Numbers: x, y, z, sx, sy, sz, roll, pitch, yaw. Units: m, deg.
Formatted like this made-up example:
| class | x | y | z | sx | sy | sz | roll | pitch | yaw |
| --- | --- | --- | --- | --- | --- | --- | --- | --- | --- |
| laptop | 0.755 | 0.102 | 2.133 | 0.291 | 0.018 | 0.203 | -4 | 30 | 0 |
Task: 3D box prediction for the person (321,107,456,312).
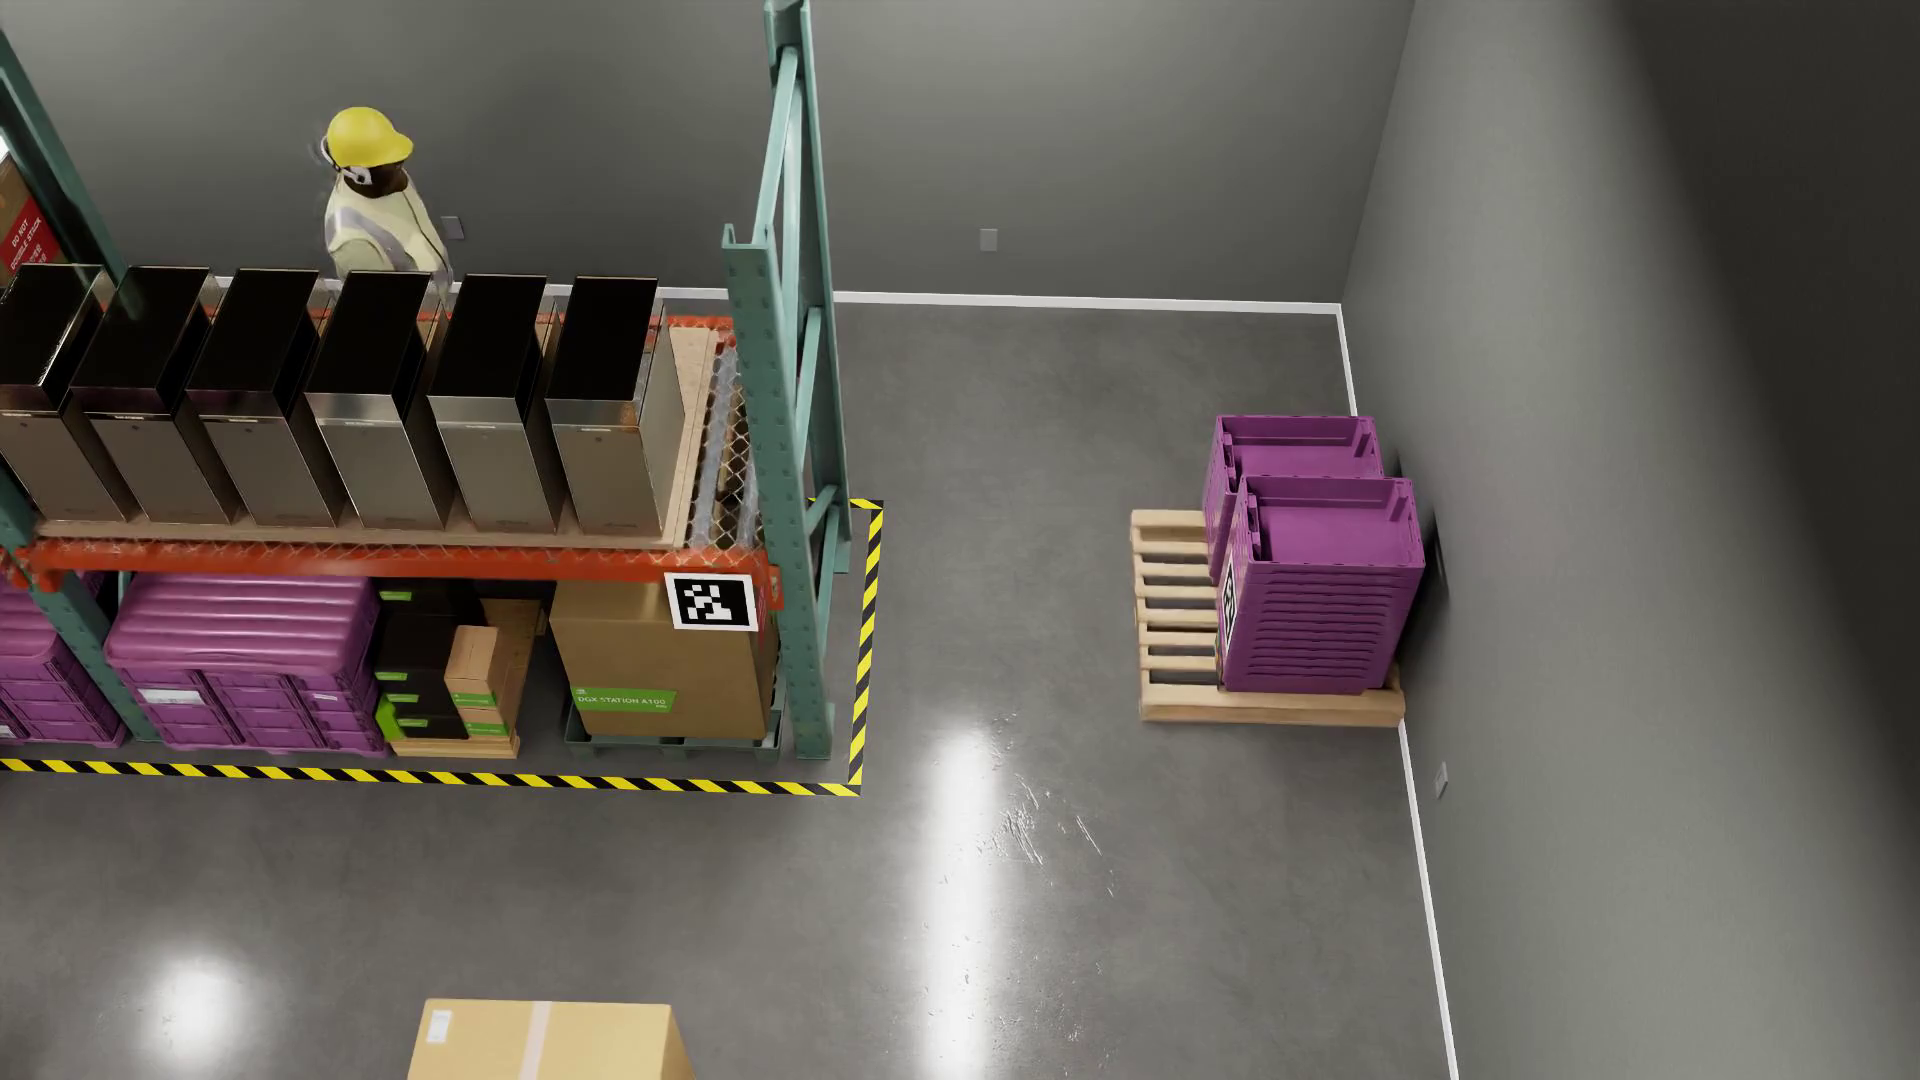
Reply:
| class | x | y | z | sx | sy | sz | roll | pitch | yaw |
| --- | --- | --- | --- | --- | --- | --- | --- | --- | --- |
| person | -2.068 | -0.937 | 6.523 | 0.915 | 1.786 | 0.624 | 1 | 52 | 1 |
